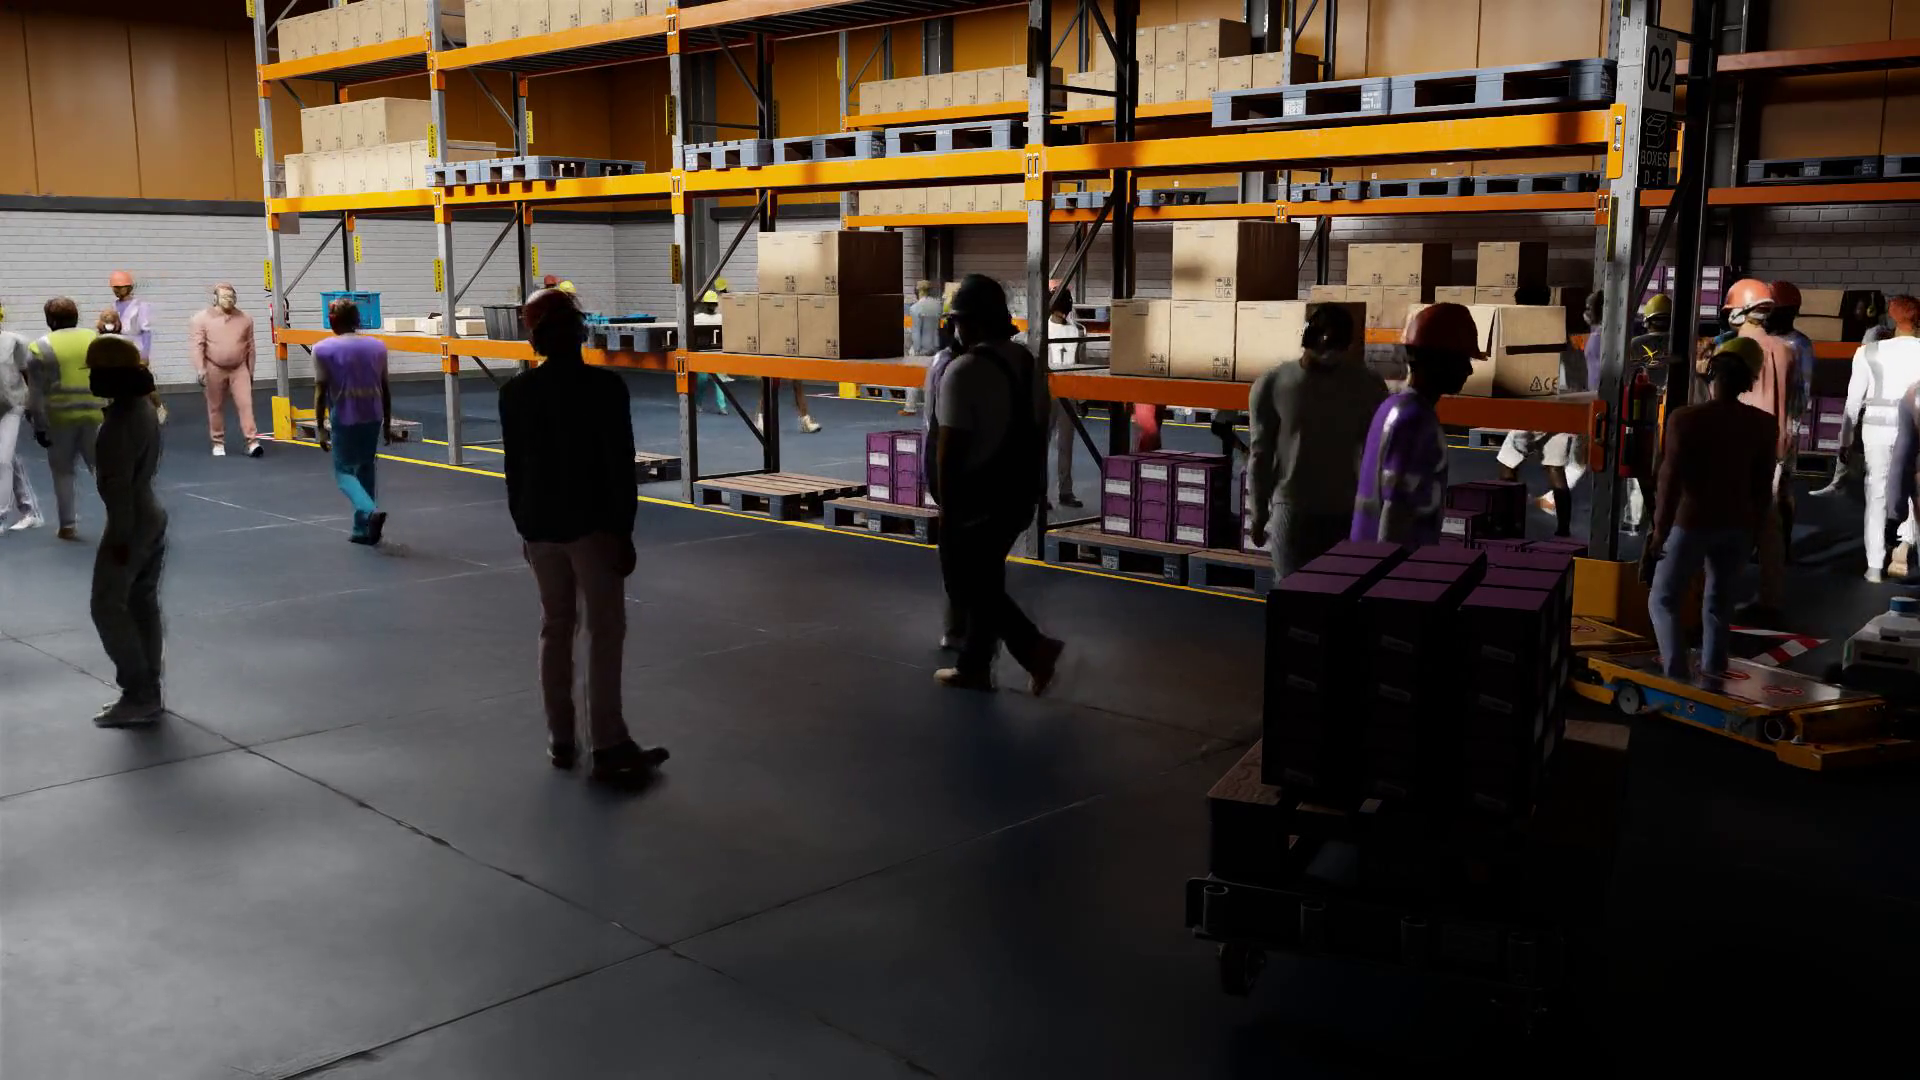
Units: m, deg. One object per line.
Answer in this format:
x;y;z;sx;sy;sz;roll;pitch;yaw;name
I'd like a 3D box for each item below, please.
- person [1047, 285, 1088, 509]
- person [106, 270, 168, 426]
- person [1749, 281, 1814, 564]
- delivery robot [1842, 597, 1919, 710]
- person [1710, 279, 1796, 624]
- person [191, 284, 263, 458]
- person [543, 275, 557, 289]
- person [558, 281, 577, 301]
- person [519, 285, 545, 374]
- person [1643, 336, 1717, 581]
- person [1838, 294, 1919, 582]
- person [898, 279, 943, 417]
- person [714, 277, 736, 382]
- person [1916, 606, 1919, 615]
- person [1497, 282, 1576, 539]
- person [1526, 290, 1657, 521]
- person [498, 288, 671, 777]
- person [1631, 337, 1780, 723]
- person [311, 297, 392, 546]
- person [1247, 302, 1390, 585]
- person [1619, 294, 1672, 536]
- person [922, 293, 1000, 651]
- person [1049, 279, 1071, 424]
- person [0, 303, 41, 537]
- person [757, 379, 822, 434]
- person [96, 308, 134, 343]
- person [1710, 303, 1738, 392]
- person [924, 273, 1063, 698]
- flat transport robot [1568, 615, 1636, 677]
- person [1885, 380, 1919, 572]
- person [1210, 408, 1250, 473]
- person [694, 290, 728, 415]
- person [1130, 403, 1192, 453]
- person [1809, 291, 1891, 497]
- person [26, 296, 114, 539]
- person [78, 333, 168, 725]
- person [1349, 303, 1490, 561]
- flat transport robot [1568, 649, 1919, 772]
0.827;-1.201;14.062;0.576;1.882;0.355;-5;10;-27;person
-10.377;-2.372;20.911;0.618;2.019;0.932;2;9;11;person
5.593;-0.802;11.445;0.356;1.936;0.551;0;9;-1;person
4.193;0.497;7.420;0.477;0.478;0.707;7;12;38;delivery robot
4.511;-0.529;9.702;0.657;1.953;0.883;-3;10;-20;person
-7.821;-1.788;17.754;0.664;1.857;0.994;-7;11;-35;person
-7.389;-3.872;30.324;0.545;1.921;0.730;-9;13;-44;person
-6.024;-3.045;25.524;0.404;1.829;0.600;-2;9;-13;person
-5.565;-2.474;22.081;0.900;1.801;0.649;-2;9;-12;person
4.479;-0.422;10.110;0.645;1.616;0.515;8;12;40;person
5.994;-0.636;10.650;0.618;1.864;0.493;4;10;25;person
-0.419;-2.585;22.525;0.884;1.905;0.624;8;12;40;person
-4.170;-3.721;29.529;0.425;1.874;0.751;5;11;29;person
5.711;-0.402;9.193;0.972;1.858;0.669;-5;11;-29;person
4.024;-0.860;11.834;0.650;1.917;0.926;-5;11;-30;person
5.227;-1.076;13.406;0.647;1.863;1.154;-8;12;-42;person
-1.523;-0.037;6.745;0.779;1.942;0.483;4;10;24;person
3.339;-0.033;7.390;0.637;1.722;0.469;-1;9;-6;person
-4.334;-0.833;11.999;0.677;1.826;0.573;9;13;42;person
1.627;-0.139;7.610;0.635;1.888;0.937;0;9;-1;person
5.247;-0.937;12.594;0.601;1.830;0.404;0;9;2;person
0.013;-0.374;8.895;0.421;1.917;0.623;1;9;6;person
1.218;-2.480;21.902;0.559;1.896;0.989;-6;11;-34;person
-7.308;-0.928;12.535;0.537;1.824;0.938;1;9;4;person
-2.163;-2.295;20.472;1.069;1.985;0.637;9;13;43;person
-9.363;-1.766;18.368;0.510;1.601;0.765;-3;10;-16;person
7.467;-1.459;16.207;0.539;1.695;0.318;-7;11;-35;person
0.173;-0.247;7.725;0.769;2.000;0.681;7;12;37;person
2.735;0.553;8.236;1.431;0.197;0.652;-2;10;-14;flat transport robot
4.724;-0.133;7.784;0.653;1.791;0.971;7;12;38;person
2.624;-1.403;15.921;0.537;1.680;0.541;7;11;35;person
-3.499;-2.626;23.262;0.536;1.736;0.842;-4;10;-23;person
1.735;-1.181;14.419;0.533;1.720;0.898;-7;12;-37;person
8.047;-1.251;14.531;0.911;1.836;0.519;4;10;21;person
-6.531;-0.887;12.303;0.709;1.825;0.633;9;13;44;person
-3.752;-0.053;7.468;0.348;1.741;0.507;-1;9;-8;person
1.677;0.110;5.987;0.831;1.893;0.567;1;9;3;person
3.429;0.702;7.318;0.652;0.197;1.431;-4;10;-22;flat transport robot
